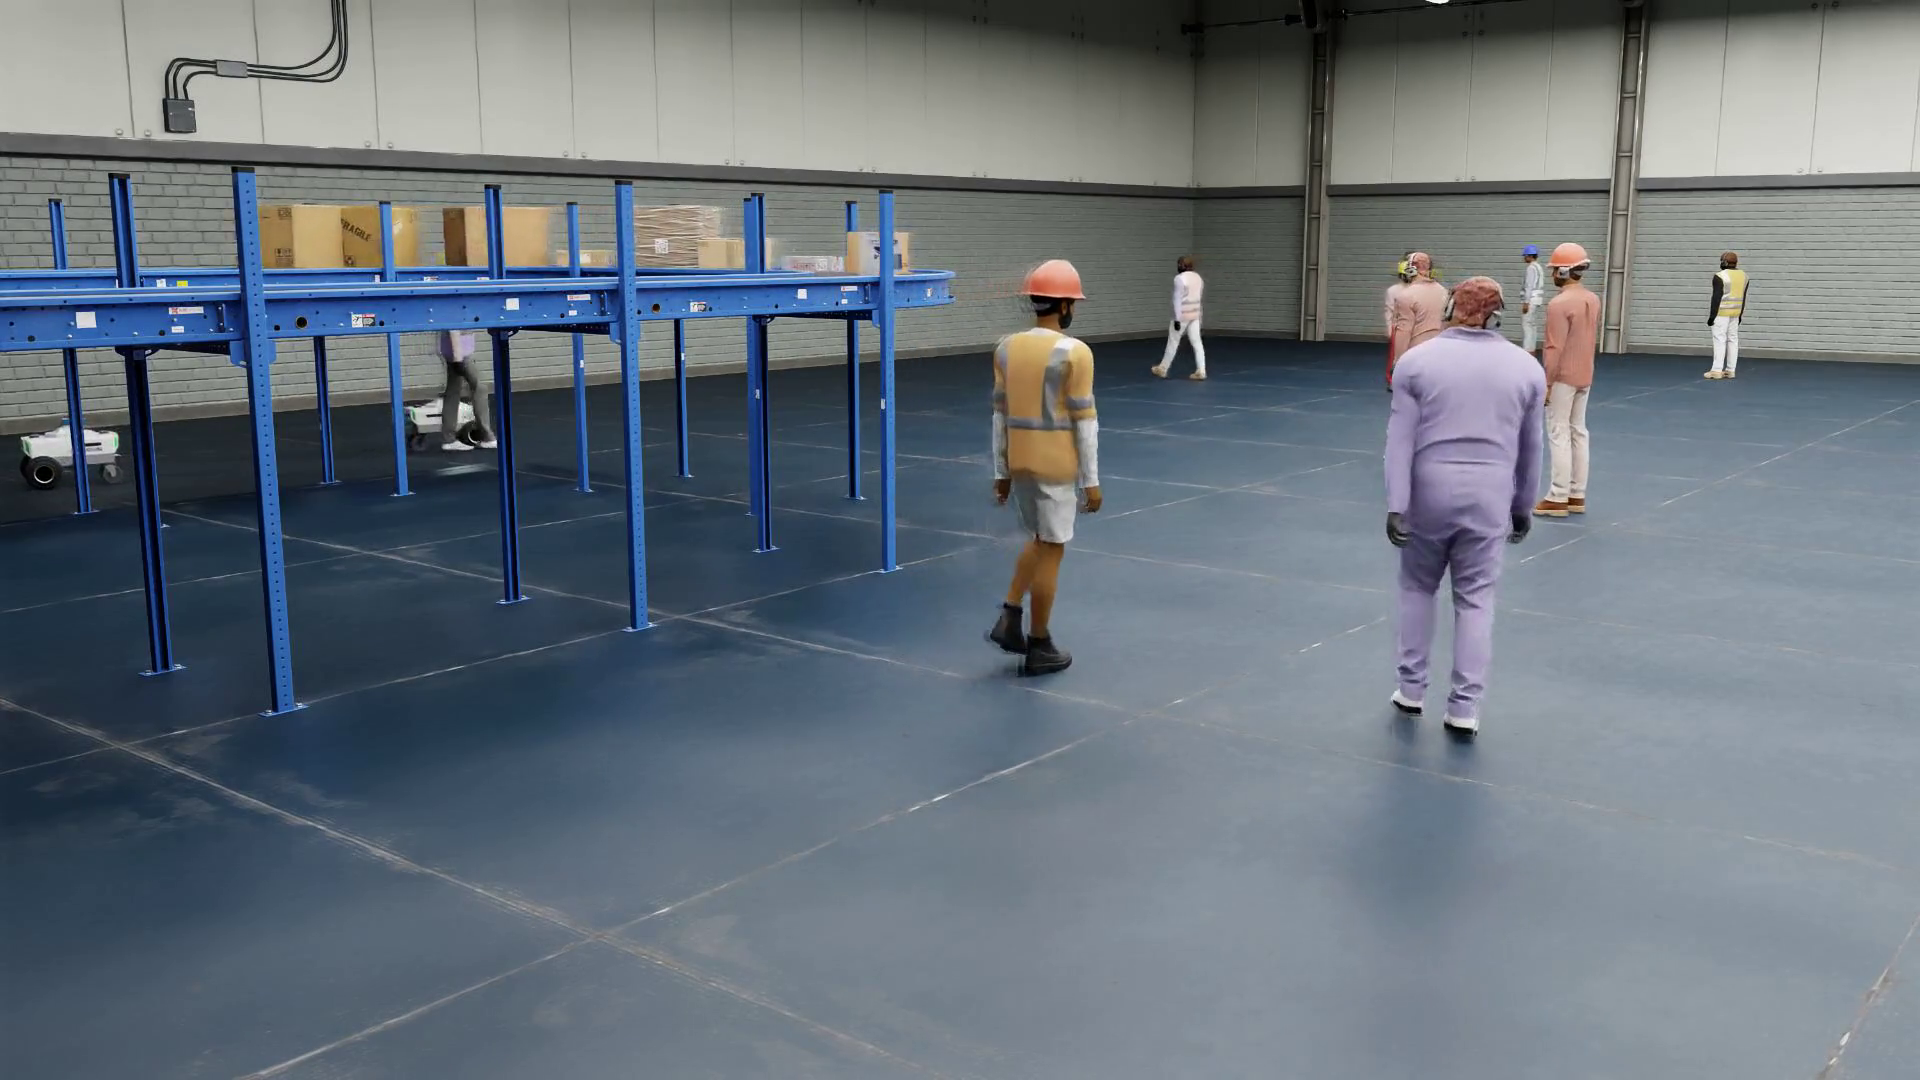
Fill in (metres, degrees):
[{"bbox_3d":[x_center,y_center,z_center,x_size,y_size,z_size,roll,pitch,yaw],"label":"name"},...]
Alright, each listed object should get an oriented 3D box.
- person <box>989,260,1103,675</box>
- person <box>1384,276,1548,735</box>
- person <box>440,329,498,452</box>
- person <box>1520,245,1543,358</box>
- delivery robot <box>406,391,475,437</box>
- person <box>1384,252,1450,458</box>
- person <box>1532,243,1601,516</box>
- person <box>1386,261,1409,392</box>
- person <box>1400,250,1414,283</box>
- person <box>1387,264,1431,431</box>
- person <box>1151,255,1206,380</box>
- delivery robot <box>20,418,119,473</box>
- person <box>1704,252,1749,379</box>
[{"bbox_3d":[0.415,-0.336,7.783,0.411,1.923,0.547,-9,14,-40],"label":"person"},{"bbox_3d":[2.080,-0.145,6.892,0.663,1.866,0.655,1,10,7],"label":"person"},{"bbox_3d":[-4.634,-1.789,15.874,0.777,1.901,0.613,-4,11,-19],"label":"person"},{"bbox_3d":[9.733,-4.067,28.436,0.442,1.933,0.620,6,12,29],"label":"person"},{"bbox_3d":[-5.046,-1.212,16.291,0.707,0.478,0.477,-6,12,-29],"label":"delivery robot"},{"bbox_3d":[4.150,-1.660,15.182,0.640,1.904,0.409,-8,13,-38],"label":"person"},{"bbox_3d":[4.465,-1.184,12.292,0.622,1.990,0.401,-9,13,-40],"label":"person"},{"bbox_3d":[5.898,-2.806,21.979,0.553,1.725,0.846,-2,10,-11],"label":"person"},{"bbox_3d":[8.163,-4.345,30.269,0.534,1.828,0.448,-6,12,-31],"label":"person"},{"bbox_3d":[4.697,-1.986,17.143,0.521,1.848,0.665,-2,10,-13],"label":"person"},{"bbox_3d":[3.260,-3.249,24.297,0.653,1.788,0.973,-8,13,-39],"label":"person"},{"bbox_3d":[-7.403,-0.773,13.847,0.707,0.478,0.477,-7,12,-33],"label":"delivery robot"},{"bbox_3d":[11.246,-3.303,24.455,0.636,1.840,0.429,-4,11,-23],"label":"person"}]
